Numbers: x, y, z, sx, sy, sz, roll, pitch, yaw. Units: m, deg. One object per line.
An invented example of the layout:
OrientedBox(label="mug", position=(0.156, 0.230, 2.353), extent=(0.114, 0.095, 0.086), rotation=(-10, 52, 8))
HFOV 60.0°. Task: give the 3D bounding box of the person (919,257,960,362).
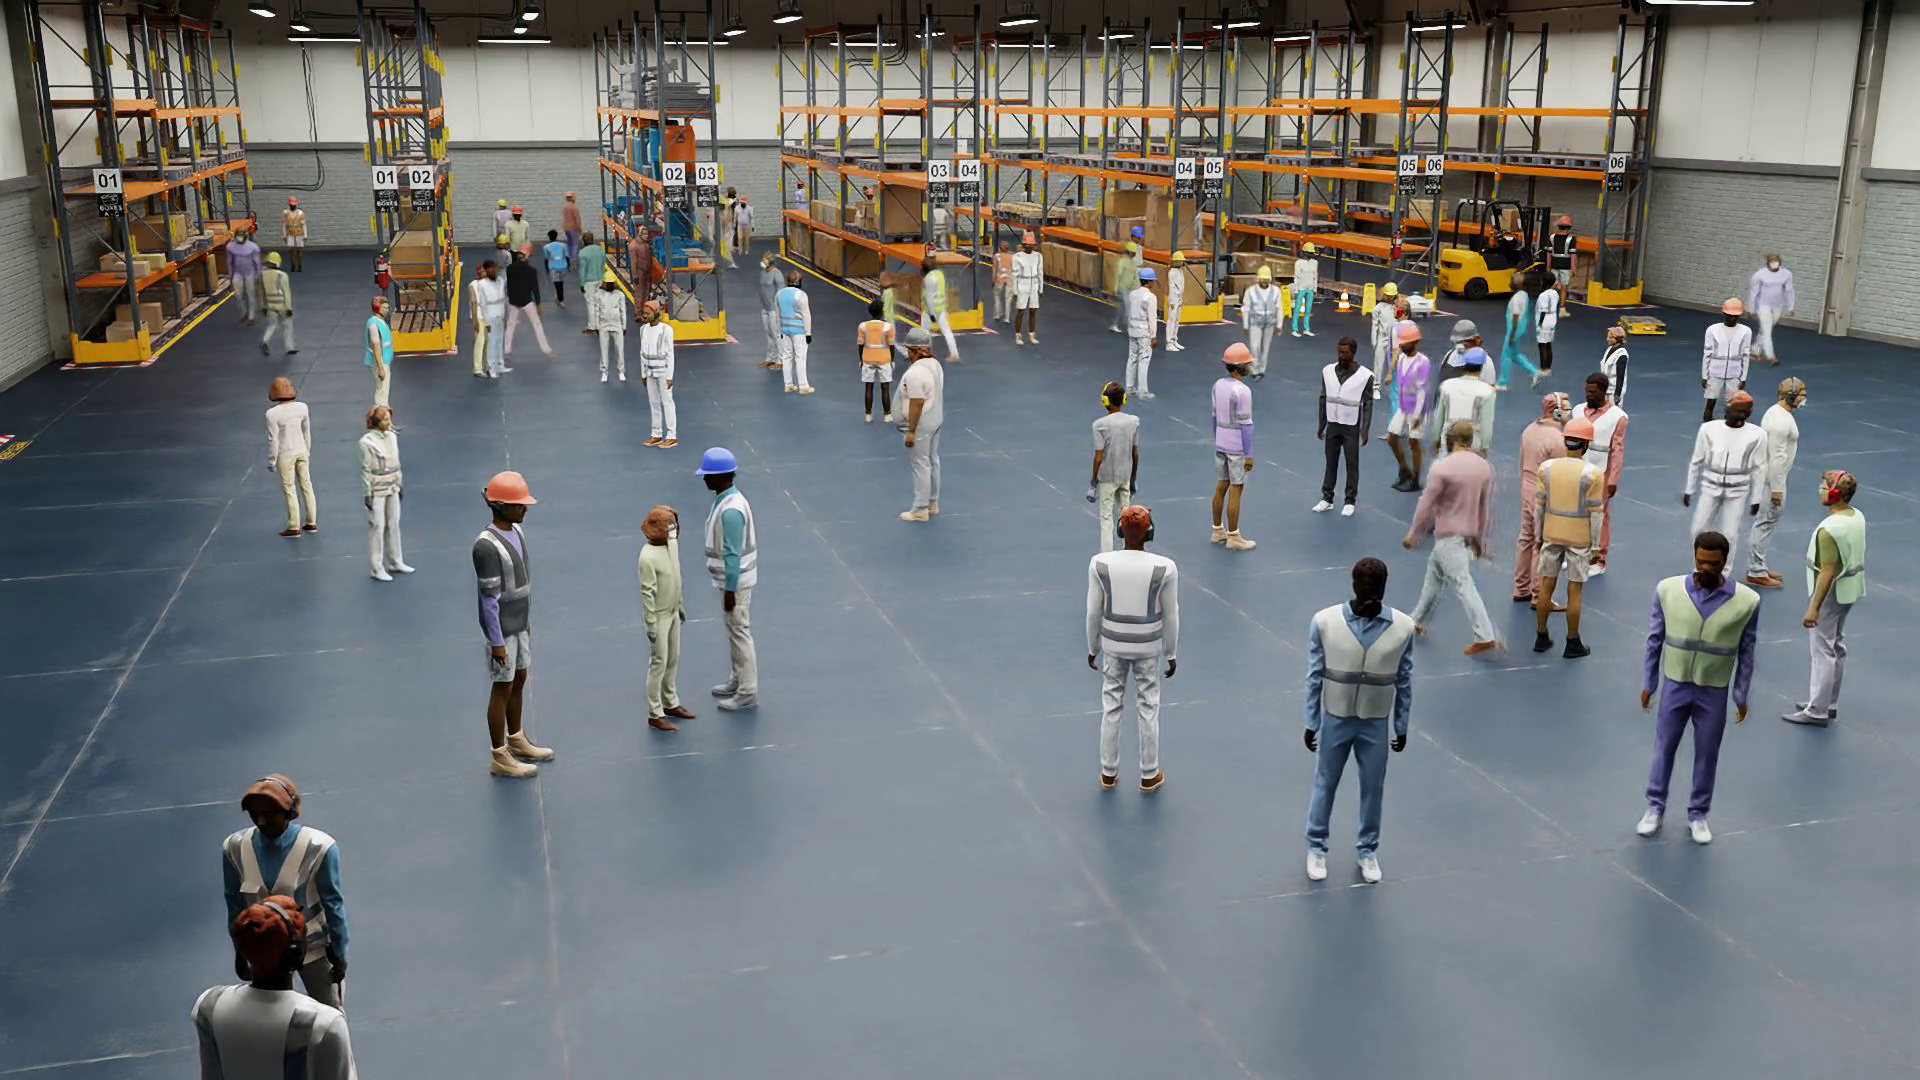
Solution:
OrientedBox(label="person", position=(-0.418, -3.868, 27.992), extent=(0.937, 1.788, 0.643), rotation=(8, 17, 27))

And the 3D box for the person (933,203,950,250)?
OrientedBox(label="person", position=(-0.552, -8.220, 44.326), extent=(0.600, 1.809, 0.773), rotation=(-4, 16, -16))

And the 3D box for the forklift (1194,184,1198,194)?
OrientedBox(label="forklift", position=(7.392, -11.333, 53.972), extent=(1.873, 2.768, 1.129), rotation=(-4, 15, -15))

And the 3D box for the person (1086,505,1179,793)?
OrientedBox(label="person", position=(1.099, 0.696, 10.616), extent=(0.585, 1.882, 0.343), rotation=(3, 15, 13))

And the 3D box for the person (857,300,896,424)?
OrientedBox(label="person", position=(-1.137, -2.436, 22.763), extent=(0.537, 1.694, 0.320), rotation=(3, 15, 10))

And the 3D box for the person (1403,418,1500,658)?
OrientedBox(label="person", position=(4.015, -0.032, 13.391), extent=(0.640, 1.879, 1.064), rotation=(-13, 19, -39))

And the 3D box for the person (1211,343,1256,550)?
OrientedBox(label="person", position=(2.705, -0.920, 16.388), extent=(0.366, 2.048, 0.607), rotation=(-6, 16, -23))

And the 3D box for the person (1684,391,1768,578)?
OrientedBox(label="person", position=(6.839, -0.430, 14.889), extent=(0.628, 1.865, 0.459), rotation=(9, 17, 30))

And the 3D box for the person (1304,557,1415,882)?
OrientedBox(label="person", position=(2.248, 1.004, 9.420), extent=(0.598, 1.909, 0.383), rotation=(1, 15, 5))

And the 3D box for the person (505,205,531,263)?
OrientedBox(label="person", position=(-10.086, -6.646, 38.038), extent=(0.622, 1.990, 0.391), rotation=(-13, 20, -40))

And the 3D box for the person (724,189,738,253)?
OrientedBox(label="person", position=(-6.613, -9.203, 48.017), extent=(0.449, 1.816, 0.639), rotation=(-12, 19, -39))

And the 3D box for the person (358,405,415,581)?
OrientedBox(label="person", position=(-5.334, -0.440, 15.385), extent=(0.314, 1.635, 0.522), rotation=(5, 16, 18))

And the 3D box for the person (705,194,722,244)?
OrientedBox(label="person", position=(-7.411, -9.855, 50.396), extent=(0.633, 1.846, 0.429), rotation=(7, 16, 25))

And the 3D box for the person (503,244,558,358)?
OrientedBox(label="person", position=(-7.426, -4.096, 28.569), extent=(0.797, 1.945, 0.571), rotation=(4, 15, 16))

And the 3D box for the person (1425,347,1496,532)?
OrientedBox(label="person", position=(5.088, -1.003, 16.971), extent=(0.649, 1.913, 0.876), rotation=(12, 19, 39))

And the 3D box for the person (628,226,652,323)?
OrientedBox(label="person", position=(-6.318, -5.281, 33.100), extent=(0.401, 1.896, 0.650), rotation=(5, 16, 19))

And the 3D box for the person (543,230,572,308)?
OrientedBox(label="person", position=(-8.580, -5.771, 35.429), extent=(0.580, 1.621, 0.909), rotation=(-9, 18, -32))

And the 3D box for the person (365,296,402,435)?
OrientedBox(label="person", position=(-7.662, -2.307, 22.006), extent=(0.390, 1.838, 0.564), rotation=(-3, 15, -12))

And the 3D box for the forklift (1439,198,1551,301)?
OrientedBox(label="forklift", position=(11.913, -6.508, 37.130), extent=(2.313, 2.155, 1.214), rotation=(-4, 15, -15))

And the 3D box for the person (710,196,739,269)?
OrientedBox(label="person", position=(-6.286, -8.057, 43.600), extent=(1.002, 1.879, 0.597), rotation=(12, 19, 38))

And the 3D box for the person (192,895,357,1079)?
OrientedBox(label="person", position=(-2.194, 2.056, 5.503), extent=(0.575, 1.883, 0.355), rotation=(4, 15, 15))

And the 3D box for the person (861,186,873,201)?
OrientedBox(label="person", position=(-2.727, -9.543, 49.209), extent=(0.507, 1.859, 0.333), rotation=(10, 18, 33))

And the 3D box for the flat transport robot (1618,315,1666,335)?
OrientedBox(label="flat transport robot", position=(13.044, -4.115, 31.815), extent=(0.652, 0.197, 1.431), rotation=(3, 15, 12))

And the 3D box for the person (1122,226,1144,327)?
OrientedBox(label="person", position=(3.389, -5.149, 32.510), extent=(0.402, 1.938, 0.603), rotation=(9, 18, 32))

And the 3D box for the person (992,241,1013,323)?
OrientedBox(label="person", position=(0.853, -5.143, 33.121), extent=(0.519, 1.600, 0.764), rotation=(-3, 15, -12))

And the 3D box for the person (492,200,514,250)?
OrientedBox(label="person", position=(-11.939, -7.997, 43.517), extent=(0.623, 1.778, 0.934), rotation=(-8, 17, -27))

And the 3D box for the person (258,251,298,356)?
OrientedBox(label="person", position=(-11.761, -4.035, 28.564), extent=(0.599, 1.812, 0.710), rotation=(4, 15, 16))

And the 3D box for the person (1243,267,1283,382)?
OrientedBox(label="person", position=(4.777, -3.368, 26.086), extent=(0.596, 1.796, 0.866), rotation=(-1, 15, -3))

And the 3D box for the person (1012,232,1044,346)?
OrientedBox(label="person", position=(1.223, -4.515, 29.946), extent=(0.604, 2.034, 0.401), rotation=(-6, 16, -22))

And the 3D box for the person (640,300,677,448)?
OrientedBox(label="person", position=(-3.858, -2.115, 21.218), extent=(0.576, 1.879, 0.356), rotation=(11, 18, 35))

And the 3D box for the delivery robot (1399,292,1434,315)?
OrientedBox(label="delivery robot", position=(9.159, -4.736, 33.425), extent=(0.707, 0.478, 0.477), rotation=(2, 15, 9))

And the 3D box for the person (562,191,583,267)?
OrientedBox(label="person", position=(-10.254, -8.235, 44.039), extent=(0.714, 1.980, 0.442), rotation=(13, 20, 41))

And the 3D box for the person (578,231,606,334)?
OrientedBox(label="person", position=(-6.955, -4.874, 31.492), extent=(0.376, 1.932, 0.626), rotation=(11, 18, 35))

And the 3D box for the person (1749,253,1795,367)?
OrientedBox(label="person", position=(13.517, -3.849, 27.747), extent=(0.638, 1.876, 1.079), rotation=(0, 15, -2))

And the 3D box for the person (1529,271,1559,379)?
OrientedBox(label="person", position=(9.300, -3.414, 26.442), extent=(0.316, 1.695, 0.541), rotation=(12, 19, 38))

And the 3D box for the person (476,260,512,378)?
OrientedBox(label="person", position=(-7.442, -3.558, 26.656), extent=(0.392, 1.876, 0.767), rotation=(6, 16, 21))

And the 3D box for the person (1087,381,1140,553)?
OrientedBox(label="person", position=(1.403, -0.532, 15.280), extent=(0.514, 1.865, 0.329), rotation=(-8, 17, -27))
